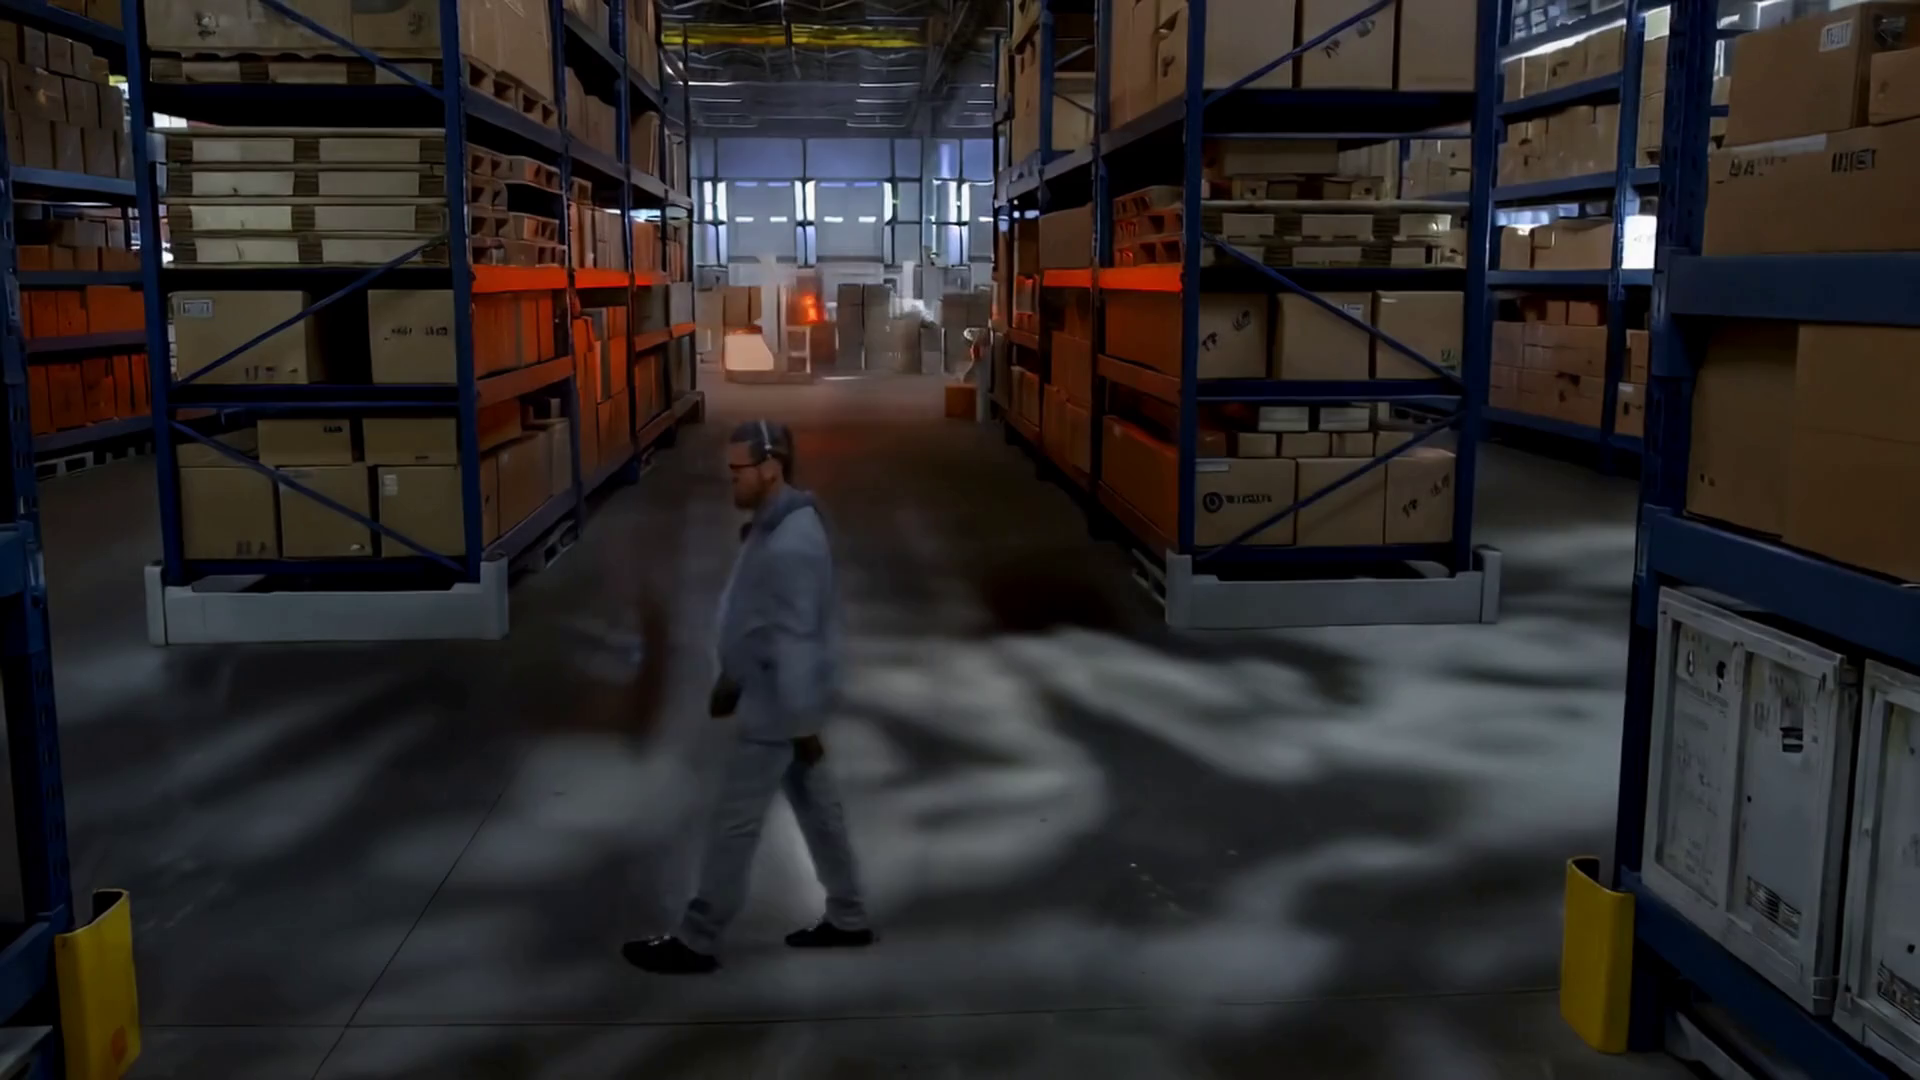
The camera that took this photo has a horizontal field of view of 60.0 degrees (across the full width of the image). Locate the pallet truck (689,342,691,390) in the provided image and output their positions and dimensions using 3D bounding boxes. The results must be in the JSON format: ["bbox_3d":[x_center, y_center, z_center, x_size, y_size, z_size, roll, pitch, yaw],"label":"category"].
[{"bbox_3d":[-5.225,-3.008,27.480,1.885,1.965,0.823,2,9,14],"label":"pallet truck"}]

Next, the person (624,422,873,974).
[{"bbox_3d":[-0.699,0.534,5.649,0.855,1.871,0.652,-1,9,-3],"label":"person"}]

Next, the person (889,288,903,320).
[{"bbox_3d":[-2.293,-7.822,57.946,0.634,1.929,0.387,3,10,21],"label":"person"}]

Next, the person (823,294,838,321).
[{"bbox_3d":[-4.501,-7.715,57.980,0.532,1.696,0.319,-4,10,-24],"label":"person"}]

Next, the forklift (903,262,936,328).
[{"bbox_3d":[-1.796,-8.346,58.236,1.873,2.768,1.129,0,9,3],"label":"forklift"}]

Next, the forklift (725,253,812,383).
[{"bbox_3d":[-4.157,-4.825,36.125,1.873,2.768,1.129,-1,9,-4],"label":"forklift"}]
